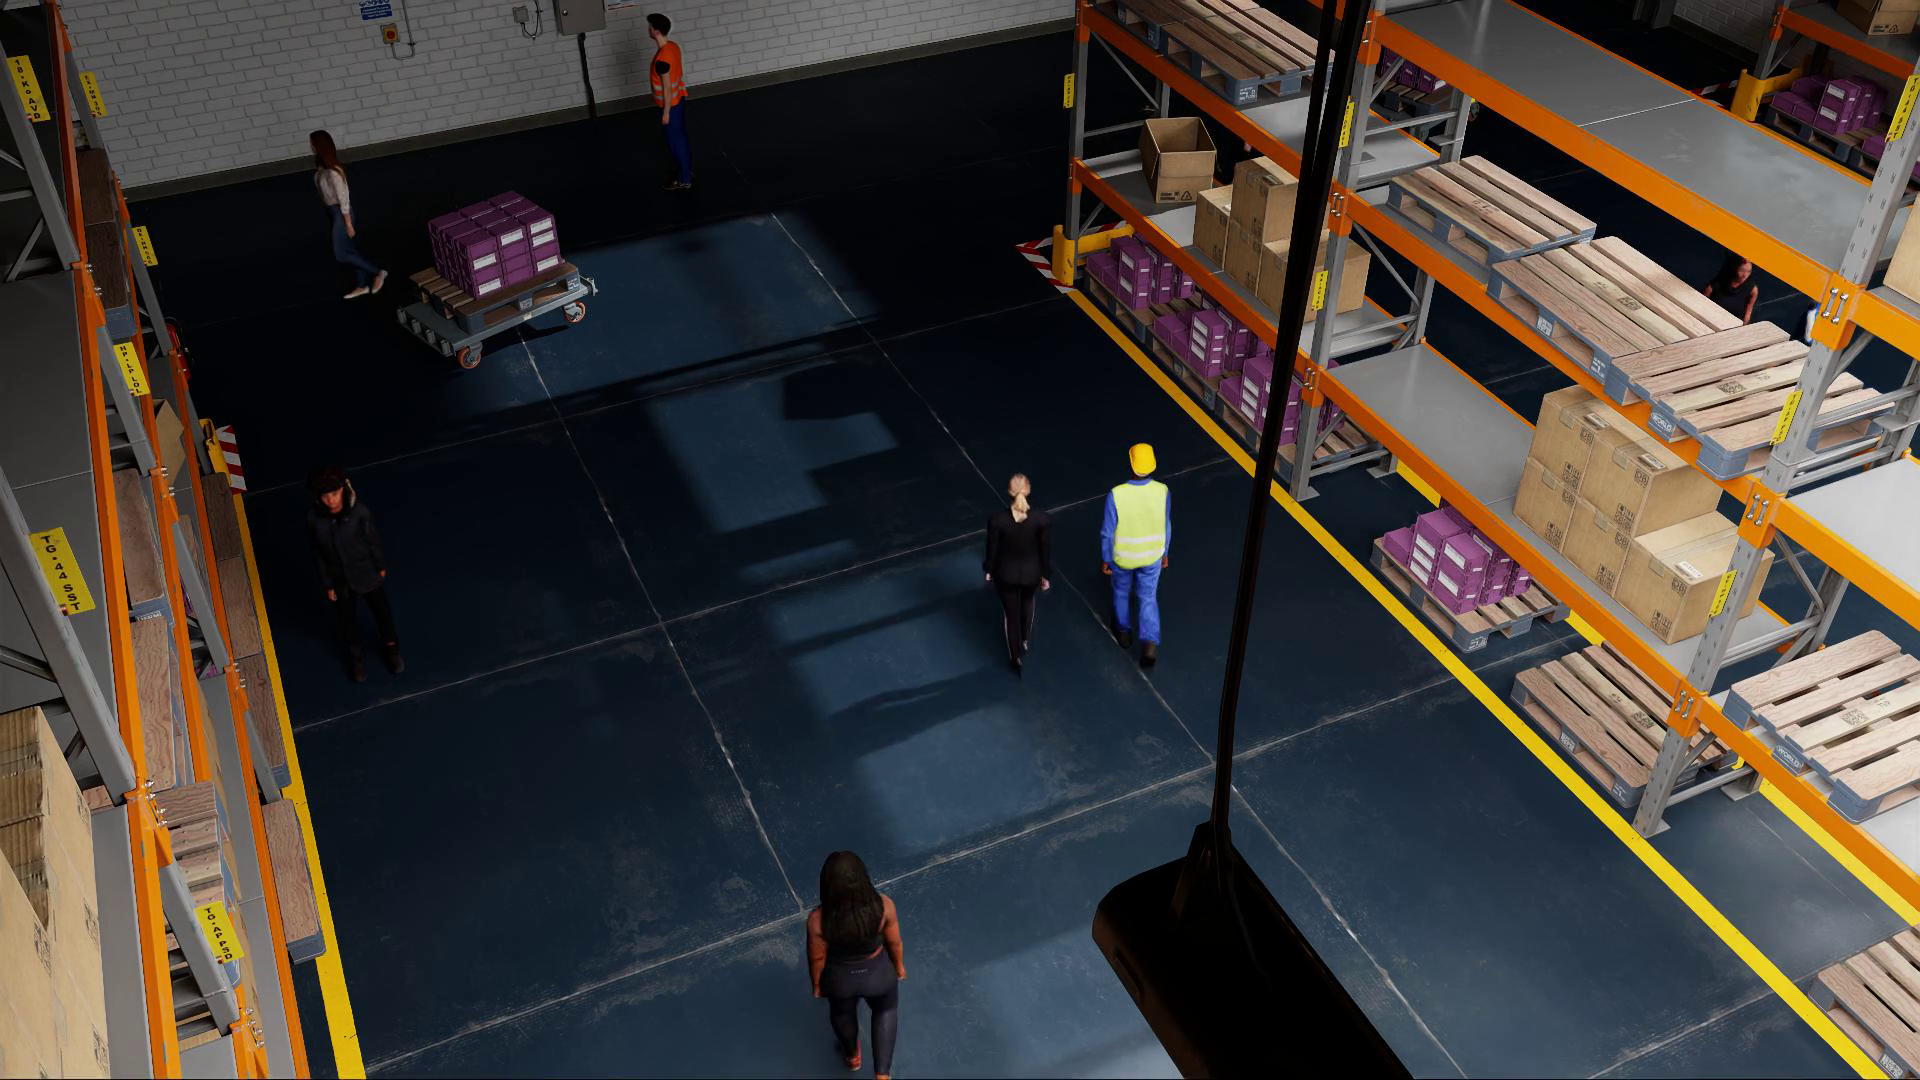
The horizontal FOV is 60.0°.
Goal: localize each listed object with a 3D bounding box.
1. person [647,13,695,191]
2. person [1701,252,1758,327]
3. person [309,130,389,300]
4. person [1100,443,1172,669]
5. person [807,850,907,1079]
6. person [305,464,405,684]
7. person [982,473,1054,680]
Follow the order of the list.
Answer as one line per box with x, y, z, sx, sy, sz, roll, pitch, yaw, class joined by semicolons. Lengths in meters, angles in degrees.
-3.051;-4.624;17.562;0.850;1.885;0.734;1;39;2;person
6.336;-1.690;14.019;0.788;1.721;0.871;7;39;9;person
-5.789;-3.089;15.770;0.654;1.723;0.629;-19;42;-22;person
1.241;0.147;11.661;0.836;1.795;1.058;-6;39;-7;person
-0.536;2.371;8.871;0.850;1.801;1.015;-4;39;-5;person
-4.249;0.202;11.608;0.649;1.774;0.623;-10;40;-13;person
0.413;0.309;11.537;0.724;1.695;0.727;-4;39;-5;person
